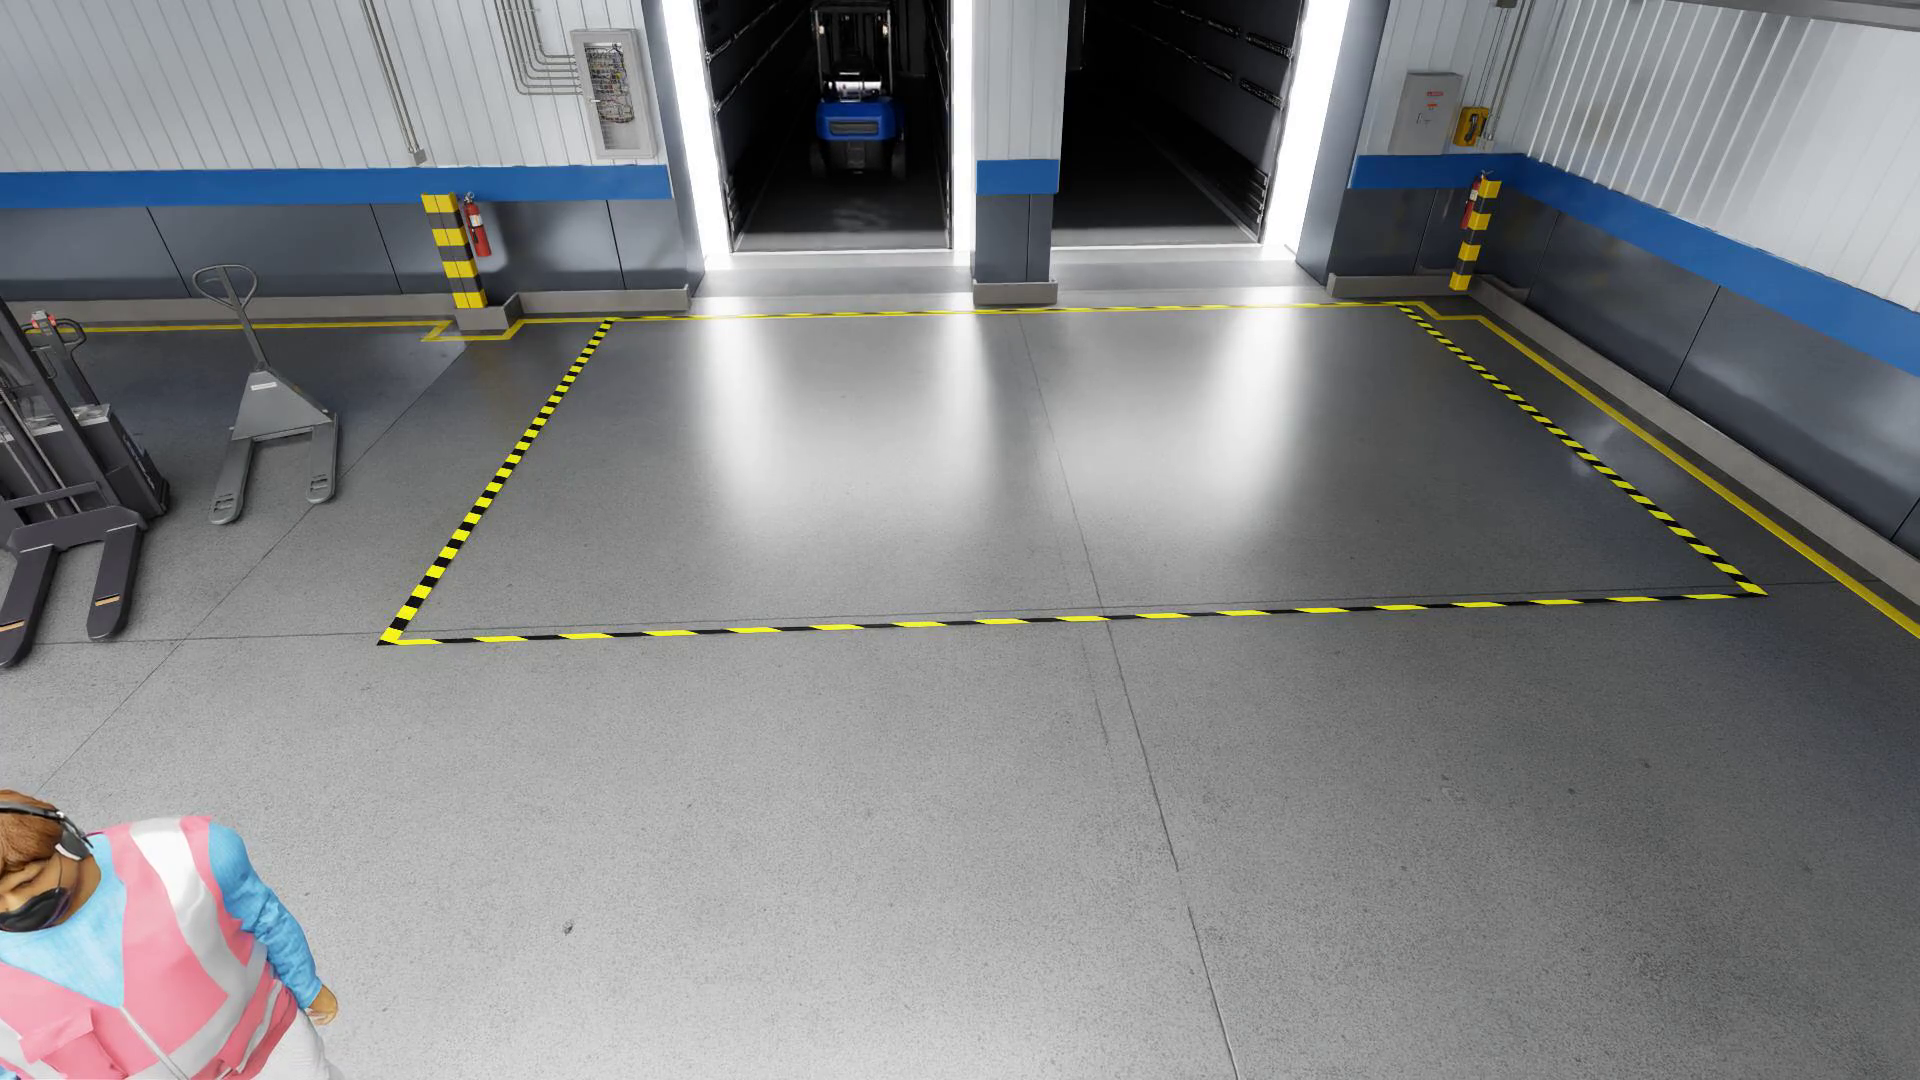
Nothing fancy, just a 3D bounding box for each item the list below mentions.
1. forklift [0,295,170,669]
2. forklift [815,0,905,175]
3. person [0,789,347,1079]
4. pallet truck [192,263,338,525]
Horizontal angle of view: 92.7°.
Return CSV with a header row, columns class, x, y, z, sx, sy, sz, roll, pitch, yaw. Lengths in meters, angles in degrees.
class,x,y,z,sx,sy,sz,roll,pitch,yaw
forklift,-5.212,-0.618,4.878,0.823,1.965,1.885,-20,39,-26
forklift,-1.430,-6.614,13.181,1.157,2.036,2.680,0,35,0
person,-1.906,1.284,2.280,0.429,1.844,0.625,26,43,32
pallet truck,-4.778,-1.027,6.128,0.680,1.201,1.601,-17,38,-23
